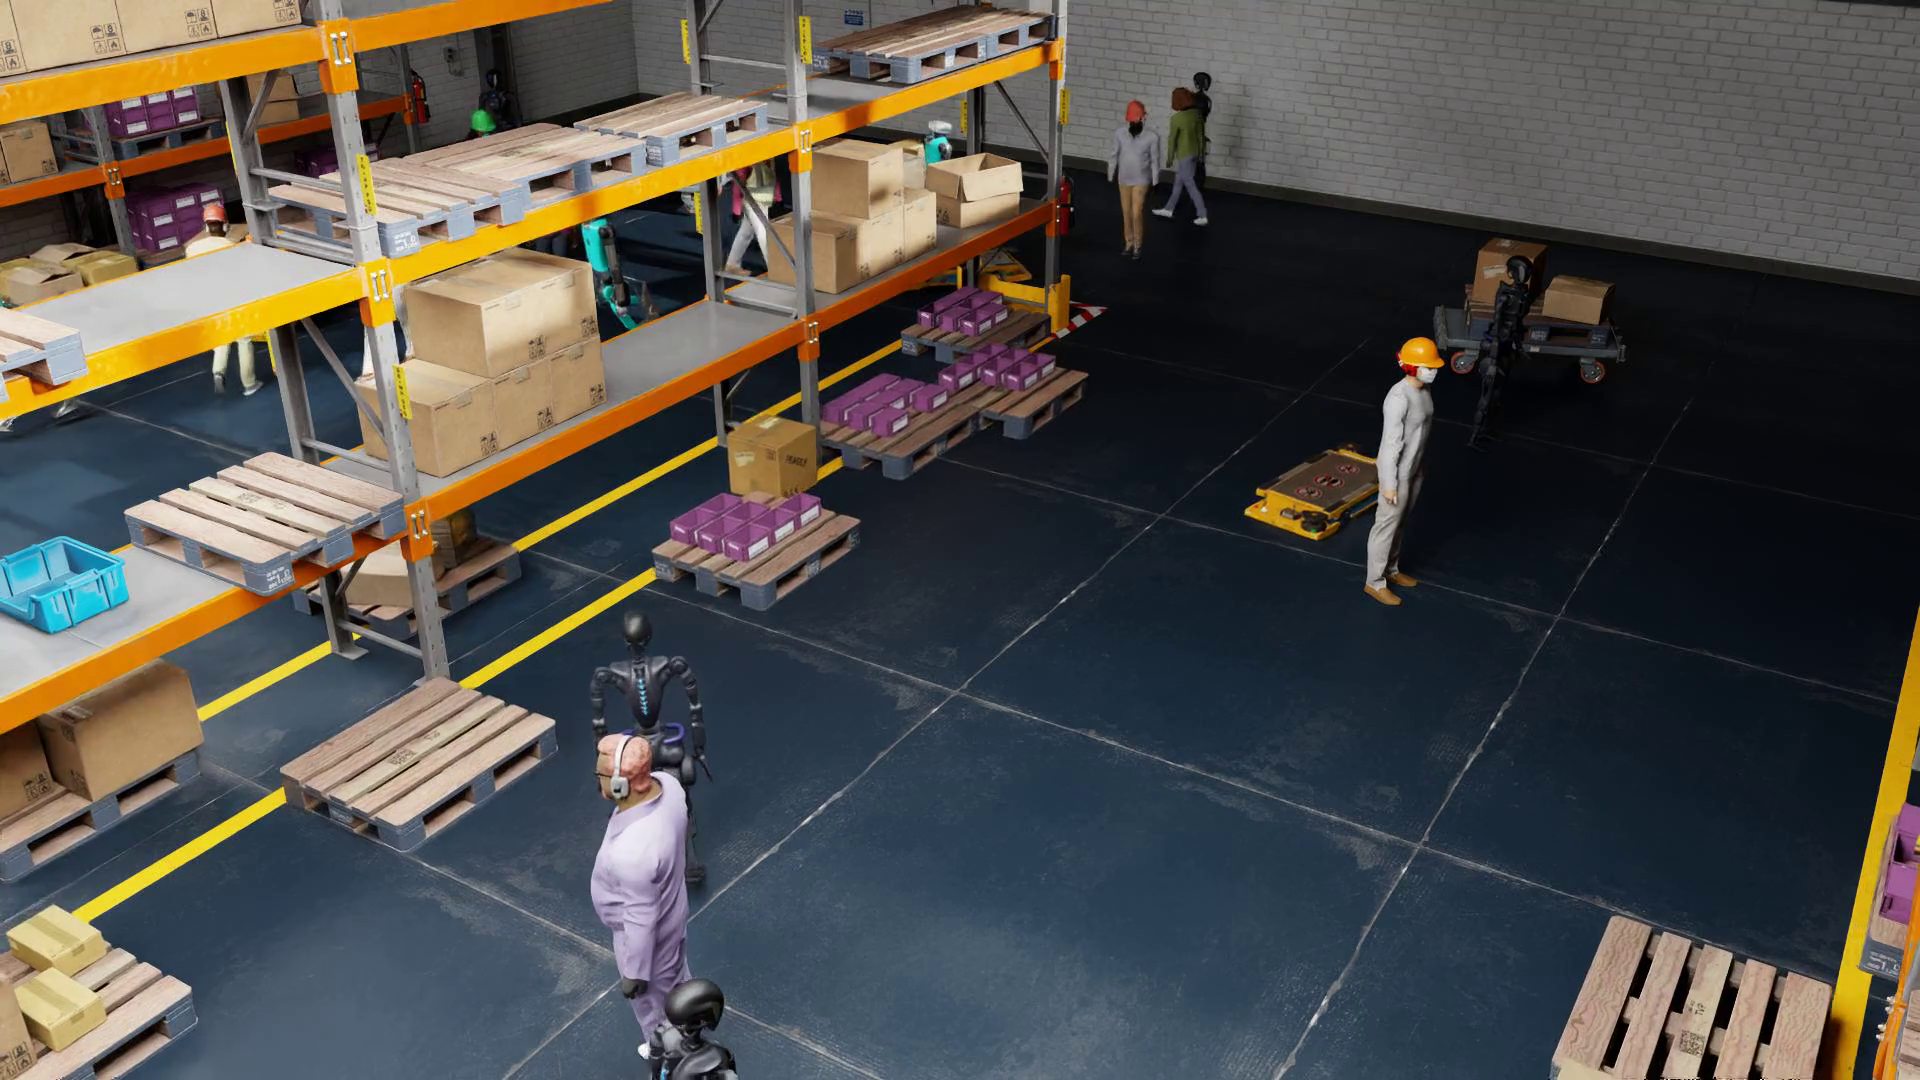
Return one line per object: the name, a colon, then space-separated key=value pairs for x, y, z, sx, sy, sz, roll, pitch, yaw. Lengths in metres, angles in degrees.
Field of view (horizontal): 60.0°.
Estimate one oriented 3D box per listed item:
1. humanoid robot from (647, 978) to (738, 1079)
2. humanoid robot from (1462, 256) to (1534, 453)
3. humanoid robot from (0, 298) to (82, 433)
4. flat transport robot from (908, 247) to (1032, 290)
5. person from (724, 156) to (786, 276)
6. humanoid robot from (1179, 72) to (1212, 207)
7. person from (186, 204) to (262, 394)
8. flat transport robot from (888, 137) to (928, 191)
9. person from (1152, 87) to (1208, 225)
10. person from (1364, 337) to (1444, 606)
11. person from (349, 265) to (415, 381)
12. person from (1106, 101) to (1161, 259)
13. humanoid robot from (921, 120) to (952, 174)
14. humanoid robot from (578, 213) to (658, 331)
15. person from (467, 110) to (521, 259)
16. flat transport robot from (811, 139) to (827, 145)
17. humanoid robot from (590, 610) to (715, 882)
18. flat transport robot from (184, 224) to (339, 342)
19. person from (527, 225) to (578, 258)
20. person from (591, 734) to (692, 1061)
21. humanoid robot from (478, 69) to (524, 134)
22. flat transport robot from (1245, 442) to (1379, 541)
humanoid robot: x=-0.971 y=2.314 z=6.101 sx=0.546 sy=1.642 sz=0.602 roll=-24 pitch=36 yaw=-39
humanoid robot: x=4.463 y=-1.541 z=13.672 sx=0.336 sy=1.652 sz=0.602 roll=20 pitch=33 yaw=34
humanoid robot: x=-7.857 y=-1.716 z=13.978 sx=0.550 sy=1.733 sz=1.027 roll=22 pitch=34 yaw=36
flat transport robot: x=-0.002 y=-2.925 z=17.962 sx=1.431 sy=0.231 sz=0.659 roll=-6 pitch=28 yaw=-12
person: x=-2.157 y=-3.560 z=17.549 sx=0.986 sy=1.790 sz=0.682 roll=9 pitch=28 yaw=18
humanoid robot: x=2.884 y=-4.891 z=20.313 sx=0.501 sy=1.643 sz=0.613 roll=4 pitch=27 yaw=9
person: x=-6.478 y=-2.086 z=14.689 sx=0.585 sy=1.725 sz=0.531 roll=0 pitch=27 yaw=1
flat transport robot: x=-0.460 y=-3.759 z=19.605 sx=1.431 sy=0.231 sz=0.659 roll=22 pitch=34 yaw=36
person: x=2.690 y=-4.546 z=19.692 sx=0.799 sy=1.586 sz=0.501 roll=20 pitch=33 yaw=34
person: x=3.030 y=-0.485 z=11.359 sx=0.355 sy=1.895 sz=0.580 roll=17 pitch=32 yaw=31
person: x=-5.244 y=-2.316 z=15.004 sx=0.691 sy=1.853 sz=1.043 roll=3 pitch=27 yaw=6
person: x=1.895 y=-3.980 z=18.415 sx=0.572 sy=1.731 sz=0.546 roll=14 pitch=30 yaw=25
humanoid robot: x=-0.046 y=-3.558 z=17.599 sx=0.702 sy=1.801 sz=0.557 roll=-12 pitch=29 yaw=-23
humanoid robot: x=-3.000 y=-2.278 z=15.101 sx=1.033 sy=1.752 sz=0.543 roll=-20 pitch=33 yaw=-34
person: x=-4.849 y=-3.499 z=17.273 sx=0.612 sy=1.923 sz=0.501 roll=20 pitch=33 yaw=34
flat transport robot: x=-1.563 y=-5.154 z=22.355 sx=1.431 sy=0.231 sz=0.659 roll=23 pitch=35 yaw=37
humanoid robot: x=-1.552 y=1.116 z=8.453 sx=0.589 sy=1.647 sz=0.345 roll=-6 pitch=28 yaw=-12
flat transport robot: x=-6.940 y=-2.318 z=16.766 sx=0.659 sy=0.231 sz=1.431 roll=-1 pitch=27 yaw=-2
person: x=-4.059 y=-3.097 z=16.575 sx=0.525 sy=1.827 sz=0.683 roll=2 pitch=27 yaw=4
person: x=-1.356 y=1.654 z=7.132 sx=0.406 sy=1.905 sz=0.650 roll=1 pitch=27 yaw=3
humanoid robot: x=-5.587 y=-4.889 z=20.306 sx=0.609 sy=1.649 sz=0.598 roll=5 pitch=27 yaw=10
flat transport robot: x=2.900 y=-0.388 z=12.963 sx=0.659 sy=0.231 sz=1.431 roll=23 pitch=35 yaw=38
